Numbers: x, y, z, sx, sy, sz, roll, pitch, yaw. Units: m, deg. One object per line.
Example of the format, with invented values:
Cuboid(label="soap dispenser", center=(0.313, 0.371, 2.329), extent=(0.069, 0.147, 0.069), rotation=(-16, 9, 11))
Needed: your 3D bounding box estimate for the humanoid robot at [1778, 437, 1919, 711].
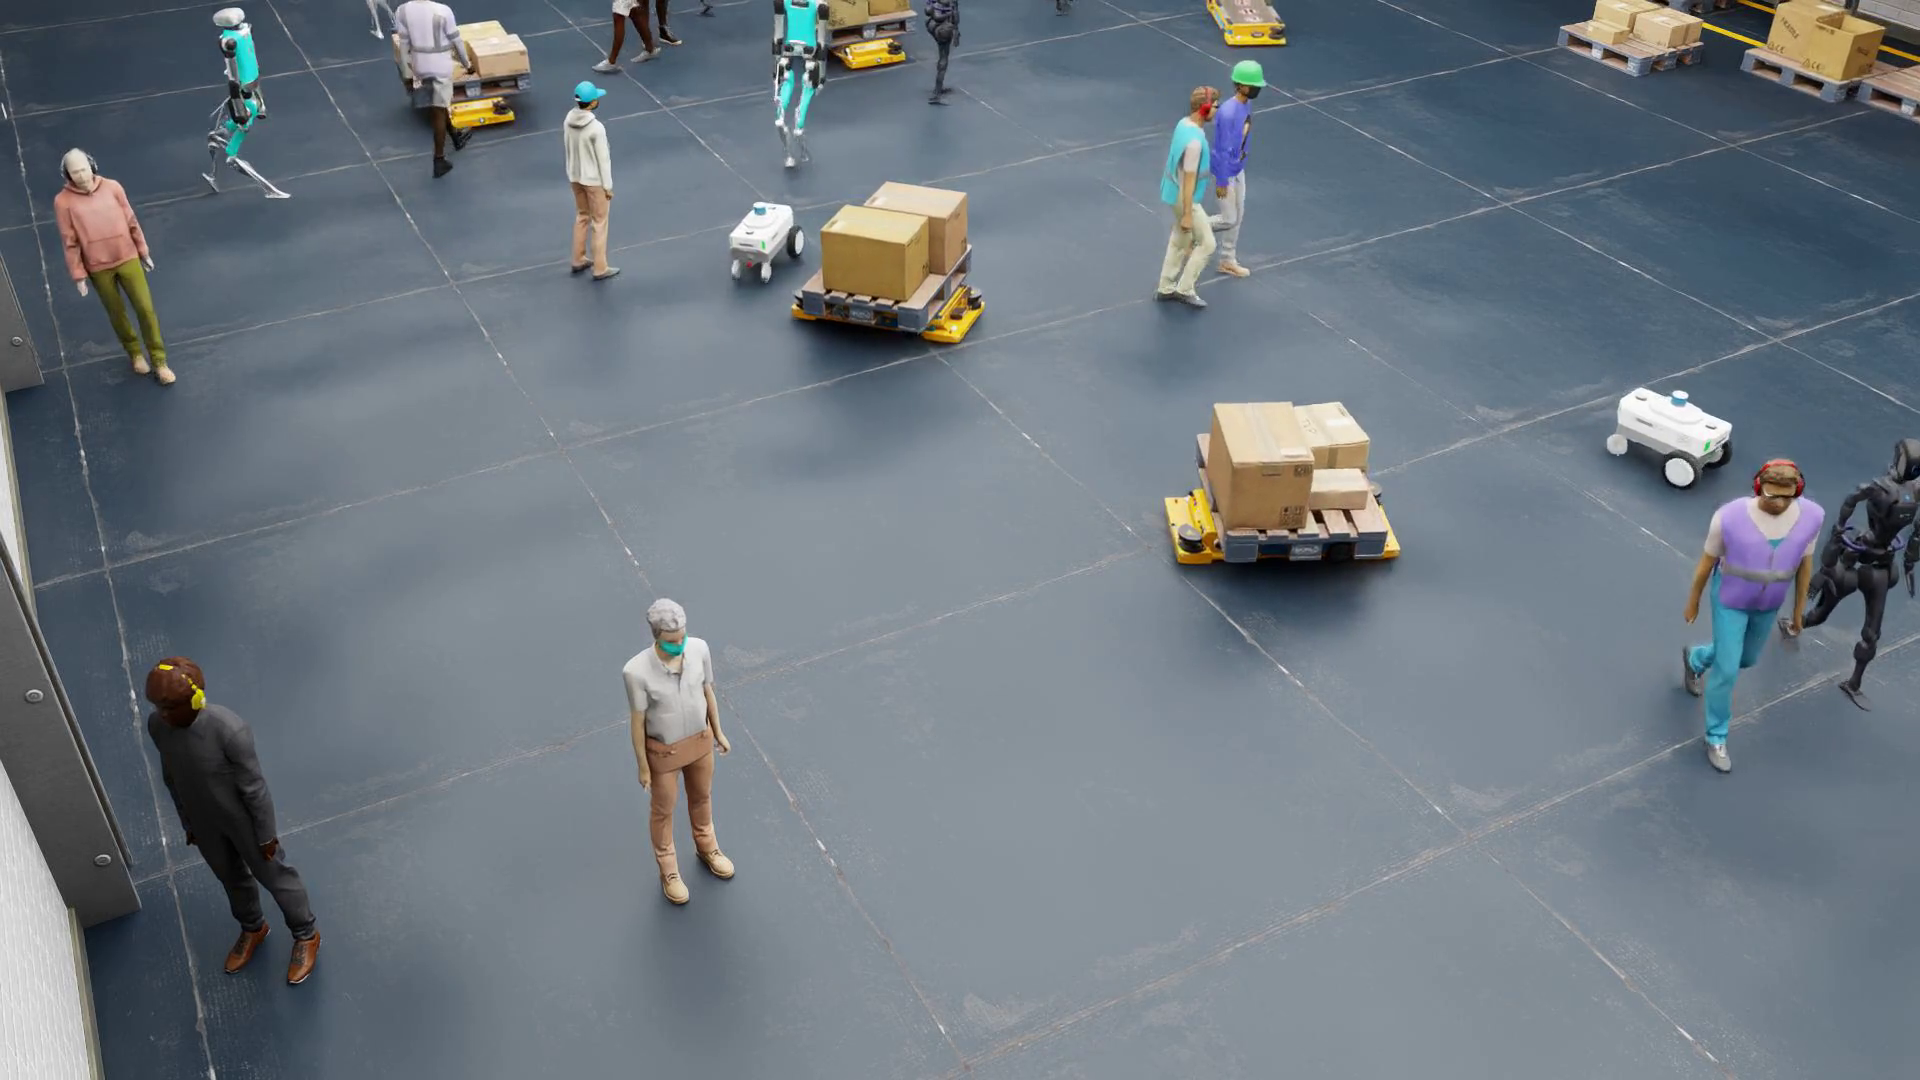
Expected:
Cuboid(label="humanoid robot", center=(5.088, 0.119, 9.361), extent=(0.609, 1.633, 0.750), rotation=(-2, 35, -3))

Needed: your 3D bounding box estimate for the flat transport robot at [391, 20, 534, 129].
Cuboid(label="flat transport robot", center=(-5.134, -4.639, 17.339), extent=(0.659, 0.231, 1.431), rotation=(-15, 38, -20))

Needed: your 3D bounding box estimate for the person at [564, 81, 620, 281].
Cuboid(label="person", center=(-3.044, -2.978, 13.762), extent=(0.479, 1.651, 0.440), rotation=(21, 40, 27))

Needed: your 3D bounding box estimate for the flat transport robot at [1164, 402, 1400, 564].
Cuboid(label="flat transport robot", center=(2.096, -0.119, 10.886), extent=(1.431, 0.231, 0.659), rotation=(-2, 35, -2))

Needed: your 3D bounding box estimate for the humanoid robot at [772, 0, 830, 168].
Cuboid(label="humanoid robot", center=(-1.522, -4.260, 15.537), extent=(0.582, 1.780, 0.821), rotation=(4, 35, 6))

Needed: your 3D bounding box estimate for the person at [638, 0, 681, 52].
Cuboid(label="person", center=(-3.413, -6.450, 18.447), extent=(0.368, 1.966, 0.600), rotation=(27, 43, 33))

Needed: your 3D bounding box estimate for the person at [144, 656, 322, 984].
Cuboid(label="person", center=(-3.307, 1.262, 7.528), extent=(0.490, 1.866, 0.353), rotation=(7, 36, 10))

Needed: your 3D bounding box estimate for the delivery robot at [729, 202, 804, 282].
Cuboid(label="delivery robot", center=(-1.680, -2.584, 14.140), extent=(0.499, 0.576, 0.768), rotation=(9, 36, 13))

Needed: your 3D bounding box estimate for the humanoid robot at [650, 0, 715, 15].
Cuboid(label="humanoid robot", center=(-3.316, -6.926, 19.431), extent=(0.782, 1.642, 0.589), rotation=(3, 35, 5))

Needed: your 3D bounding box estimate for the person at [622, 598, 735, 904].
Cuboid(label="person", center=(-1.348, 0.994, 8.010), extent=(0.476, 1.744, 0.321), rotation=(-24, 42, -30))

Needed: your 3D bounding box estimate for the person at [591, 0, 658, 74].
Cuboid(label="person", center=(-3.702, -6.025, 17.898), extent=(0.852, 1.900, 0.573), rotation=(-20, 40, -26))

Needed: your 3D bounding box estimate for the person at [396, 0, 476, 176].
Cuboid(label="person", center=(-4.929, -4.471, 15.690), extent=(0.558, 1.889, 0.969), rotation=(8, 36, 12))

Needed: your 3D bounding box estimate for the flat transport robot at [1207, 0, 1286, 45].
Cuboid(label="flat transport robot", center=(3.333, -6.083, 19.400), extent=(0.659, 0.231, 1.431), rotation=(-2, 35, -3))

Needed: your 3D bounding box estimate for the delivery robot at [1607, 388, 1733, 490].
Cuboid(label="delivery robot", center=(4.935, -0.757, 11.527), extent=(0.499, 0.571, 0.756), rotation=(-27, 43, -33))

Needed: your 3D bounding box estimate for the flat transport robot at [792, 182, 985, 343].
Cuboid(label="flat transport robot", center=(-0.577, -1.911, 13.445), extent=(1.431, 0.231, 0.659), rotation=(11, 37, 16))

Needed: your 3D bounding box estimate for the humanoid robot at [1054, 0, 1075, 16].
Cuboid(label="humanoid robot", center=(1.210, -7.051, 19.578), extent=(0.585, 1.641, 0.574), rotation=(-3, 35, -5))

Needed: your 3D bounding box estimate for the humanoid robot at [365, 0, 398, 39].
Cuboid(label="humanoid robot", center=(-6.622, -6.645, 18.928), extent=(0.842, 1.779, 0.619), rotation=(-2, 35, -3))

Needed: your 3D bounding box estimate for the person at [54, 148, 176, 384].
Cuboid(label="person", center=(-6.199, -1.974, 12.184), extent=(0.569, 1.812, 0.756), rotation=(-20, 40, -26))

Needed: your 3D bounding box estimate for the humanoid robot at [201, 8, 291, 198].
Cuboid(label="humanoid robot", center=(-6.714, -3.913, 15.037), extent=(0.961, 1.767, 0.531), rotation=(1, 35, 1))

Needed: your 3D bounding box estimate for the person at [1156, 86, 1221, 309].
Cuboid(label="person", center=(1.854, -2.692, 13.210), extent=(0.535, 1.815, 0.638), rotation=(1, 35, 2))

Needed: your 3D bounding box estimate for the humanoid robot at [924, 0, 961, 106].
Cuboid(label="humanoid robot", center=(-0.205, -5.356, 17.143), extent=(0.442, 1.655, 0.583), rotation=(-17, 38, -23))

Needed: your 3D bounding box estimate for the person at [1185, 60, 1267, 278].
Cuboid(label="person", center=(2.171, -3.056, 13.695), extent=(0.577, 1.856, 0.481), rotation=(21, 40, 27))

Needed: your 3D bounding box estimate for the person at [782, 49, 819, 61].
Cuboid(label="person", center=(-1.741, -6.198, 18.156), extent=(0.582, 1.883, 0.339), rotation=(16, 38, 21))

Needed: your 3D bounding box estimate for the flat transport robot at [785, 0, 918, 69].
Cuboid(label="flat transport robot", center=(-1.214, -5.671, 18.812), extent=(0.659, 0.231, 1.431), rotation=(-16, 38, -22))

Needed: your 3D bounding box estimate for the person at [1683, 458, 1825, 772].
Cuboid(label="person", center=(4.202, 0.308, 8.939), extent=(0.571, 1.806, 0.788), rotation=(-3, 35, -4))
